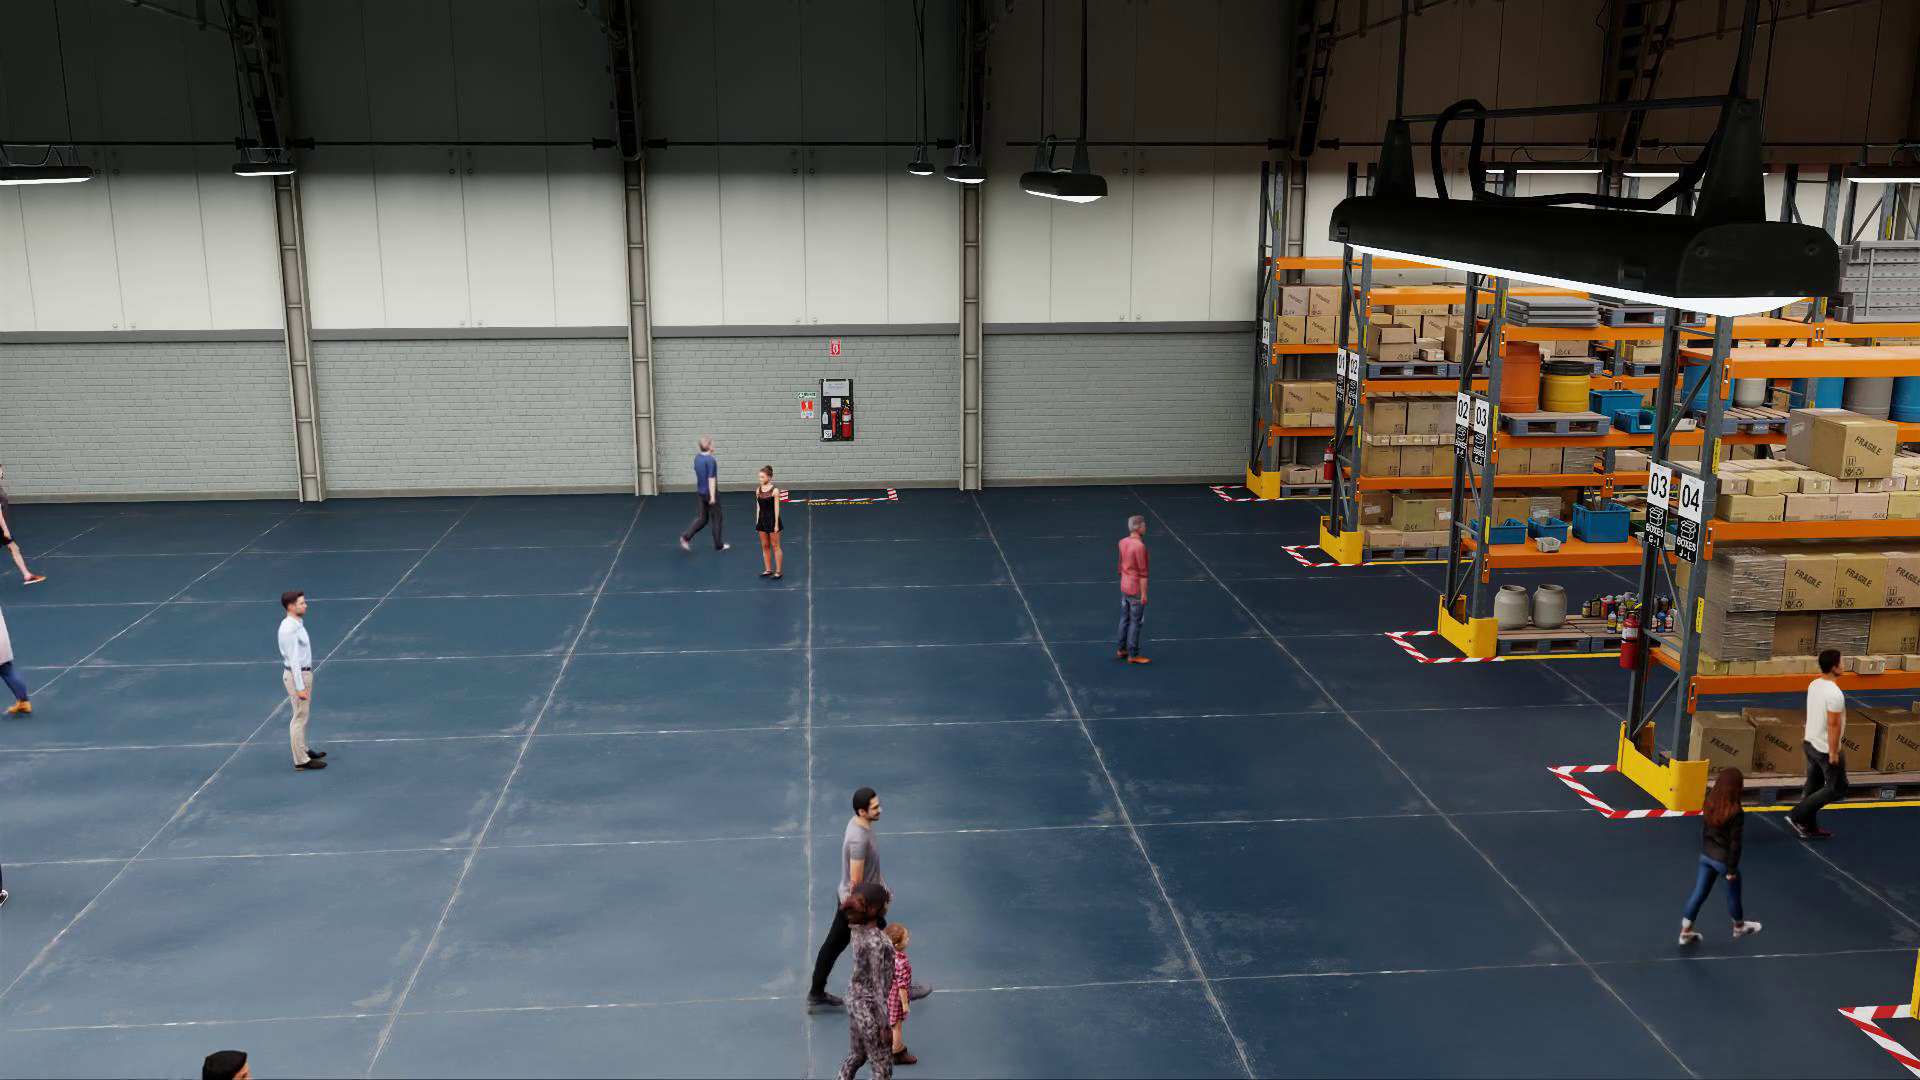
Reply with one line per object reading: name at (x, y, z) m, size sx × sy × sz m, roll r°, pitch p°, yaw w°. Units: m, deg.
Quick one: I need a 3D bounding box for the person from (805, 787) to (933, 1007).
person at (-0.815, 2.615, 11.993) m, size 1.175 × 1.701 × 0.692 m, roll -3°, pitch 13°, yaw -11°

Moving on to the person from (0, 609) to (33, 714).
person at (-10.594, 1.165, 18.287) m, size 1.075 × 1.687 × 0.676 m, roll -1°, pitch 13°, yaw -4°

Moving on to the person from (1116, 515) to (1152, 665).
person at (2.130, 0.591, 20.451) m, size 0.675 × 1.829 × 0.756 m, roll -6°, pitch 14°, yaw -23°

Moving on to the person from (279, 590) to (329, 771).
person at (-6.719, 1.405, 16.900) m, size 0.674 × 1.845 × 0.709 m, roll -5°, pitch 14°, yaw -20°

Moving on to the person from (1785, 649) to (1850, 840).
person at (7.714, 1.862, 15.024) m, size 0.728 × 1.801 × 0.678 m, roll 0°, pitch 13°, yaw 0°

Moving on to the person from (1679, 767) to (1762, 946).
person at (5.889, 2.512, 13.019) m, size 1.036 × 1.439 × 0.781 m, roll -6°, pitch 14°, yaw -23°

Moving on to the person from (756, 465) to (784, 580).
person at (-2.802, -0.268, 24.488) m, size 0.672 × 1.681 × 0.752 m, roll 8°, pitch 15°, yaw 31°

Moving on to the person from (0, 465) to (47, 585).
person at (-13.814, -0.150, 23.710) m, size 1.295 × 1.801 × 0.978 m, roll -6°, pitch 14°, yaw -25°

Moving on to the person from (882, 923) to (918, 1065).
person at (-0.444, 3.099, 11.408) m, size 0.515 × 1.022 × 0.486 m, roll -6°, pitch 14°, yaw -25°

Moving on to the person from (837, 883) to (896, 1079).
person at (-0.598, 2.958, 10.489) m, size 0.761 × 1.712 × 0.748 m, roll -3°, pitch 13°, yaw -12°

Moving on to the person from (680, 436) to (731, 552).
person at (-4.007, -0.688, 25.938) m, size 1.179 × 1.845 × 1.063 m, roll -12°, pitch 17°, yaw -41°
